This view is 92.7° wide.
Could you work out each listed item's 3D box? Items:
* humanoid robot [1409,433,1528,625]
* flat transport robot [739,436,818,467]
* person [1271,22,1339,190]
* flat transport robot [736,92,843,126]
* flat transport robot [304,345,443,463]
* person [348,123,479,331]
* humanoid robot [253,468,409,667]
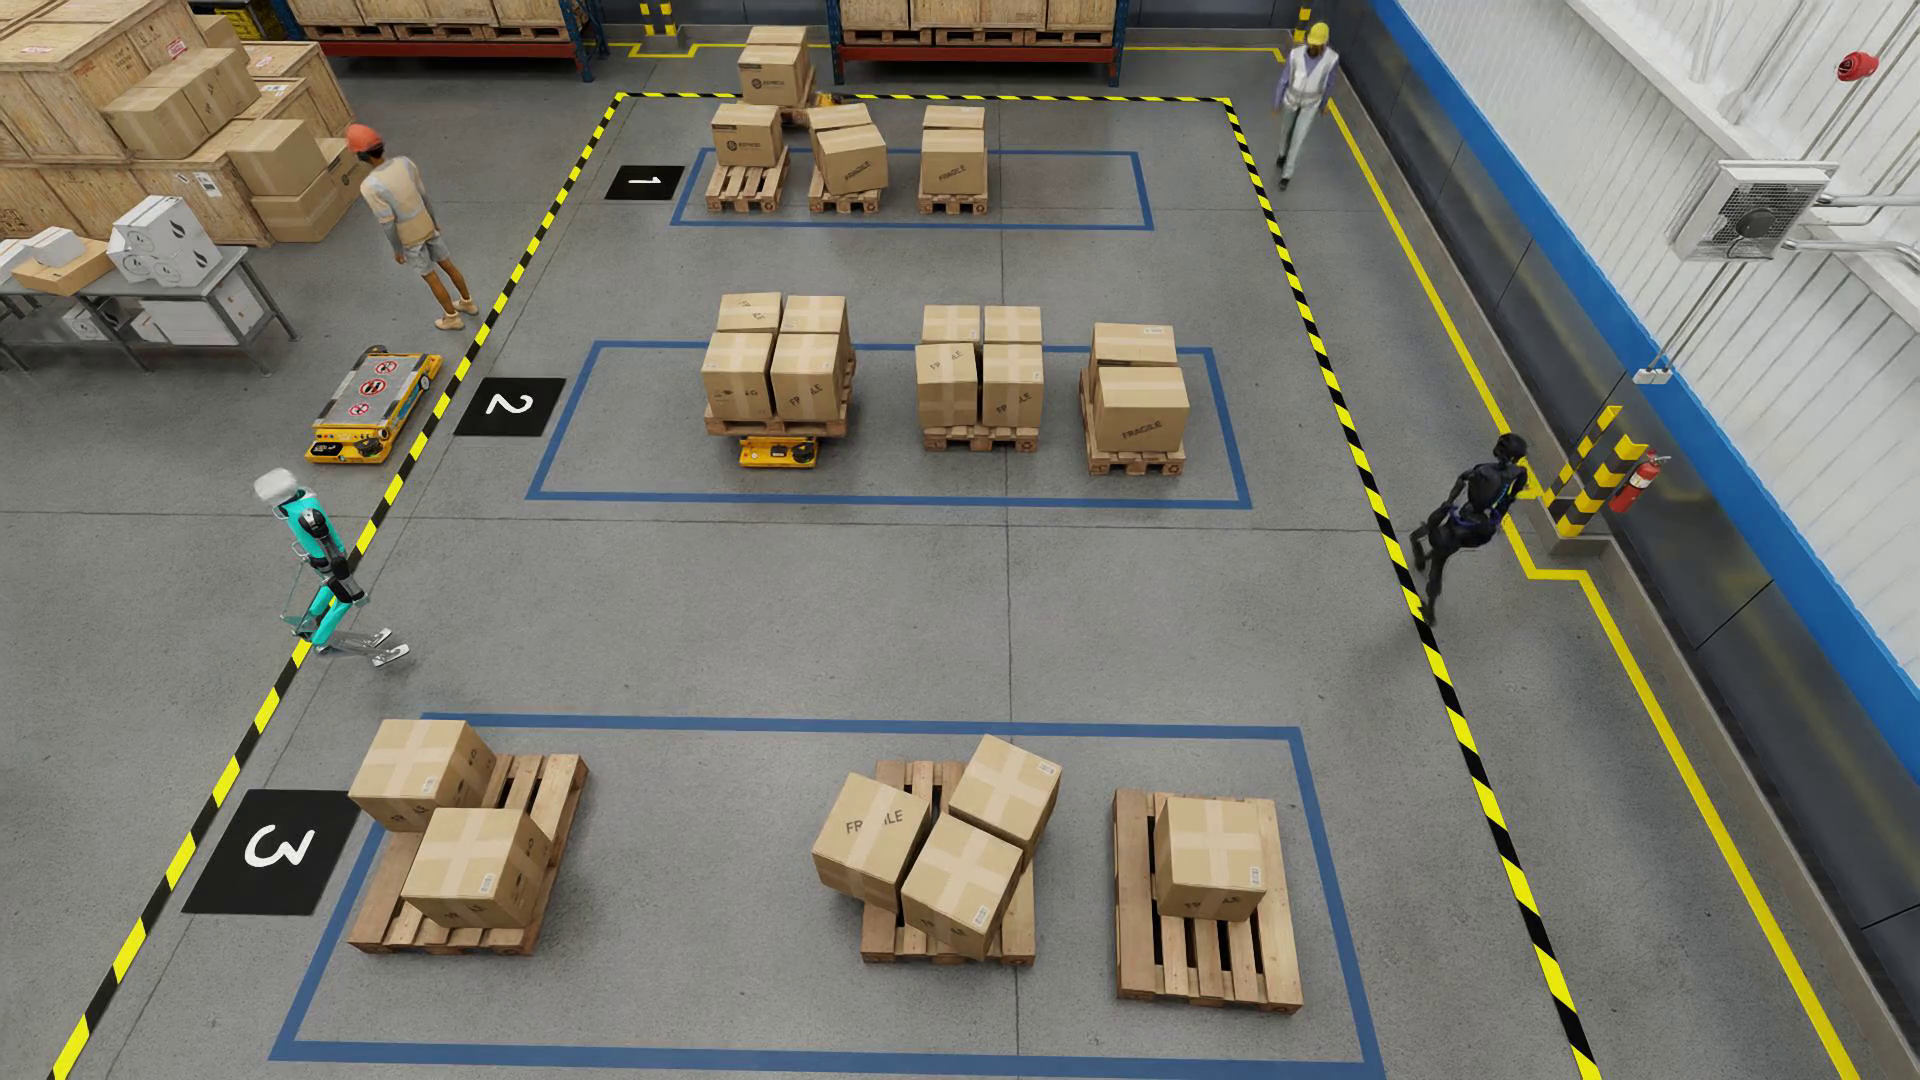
[{"bbox_3d":[3.579,-0.144,6.589,0.612,1.628,0.744,-7,50,-6],"label":"humanoid robot"},{"bbox_3d":[-1.582,-1.235,8.394,0.652,0.197,1.431,1,50,1],"label":"flat transport robot"},{"bbox_3d":[3.969,-5.106,10.703,0.595,1.771,0.966,20,53,16],"label":"person"},{"bbox_3d":[-2.312,-5.736,12.203,1.431,0.197,0.652,1,50,1],"label":"flat transport robot"},{"bbox_3d":[-5.383,-1.269,8.441,0.659,0.231,1.431,1,50,1],"label":"flat transport robot"},{"bbox_3d":[-5.179,-2.907,8.666,0.389,2.044,0.607,14,51,12],"label":"person"},{"bbox_3d":[-4.299,0.306,6.057,0.533,1.677,0.735,35,58,26],"label":"humanoid robot"}]
